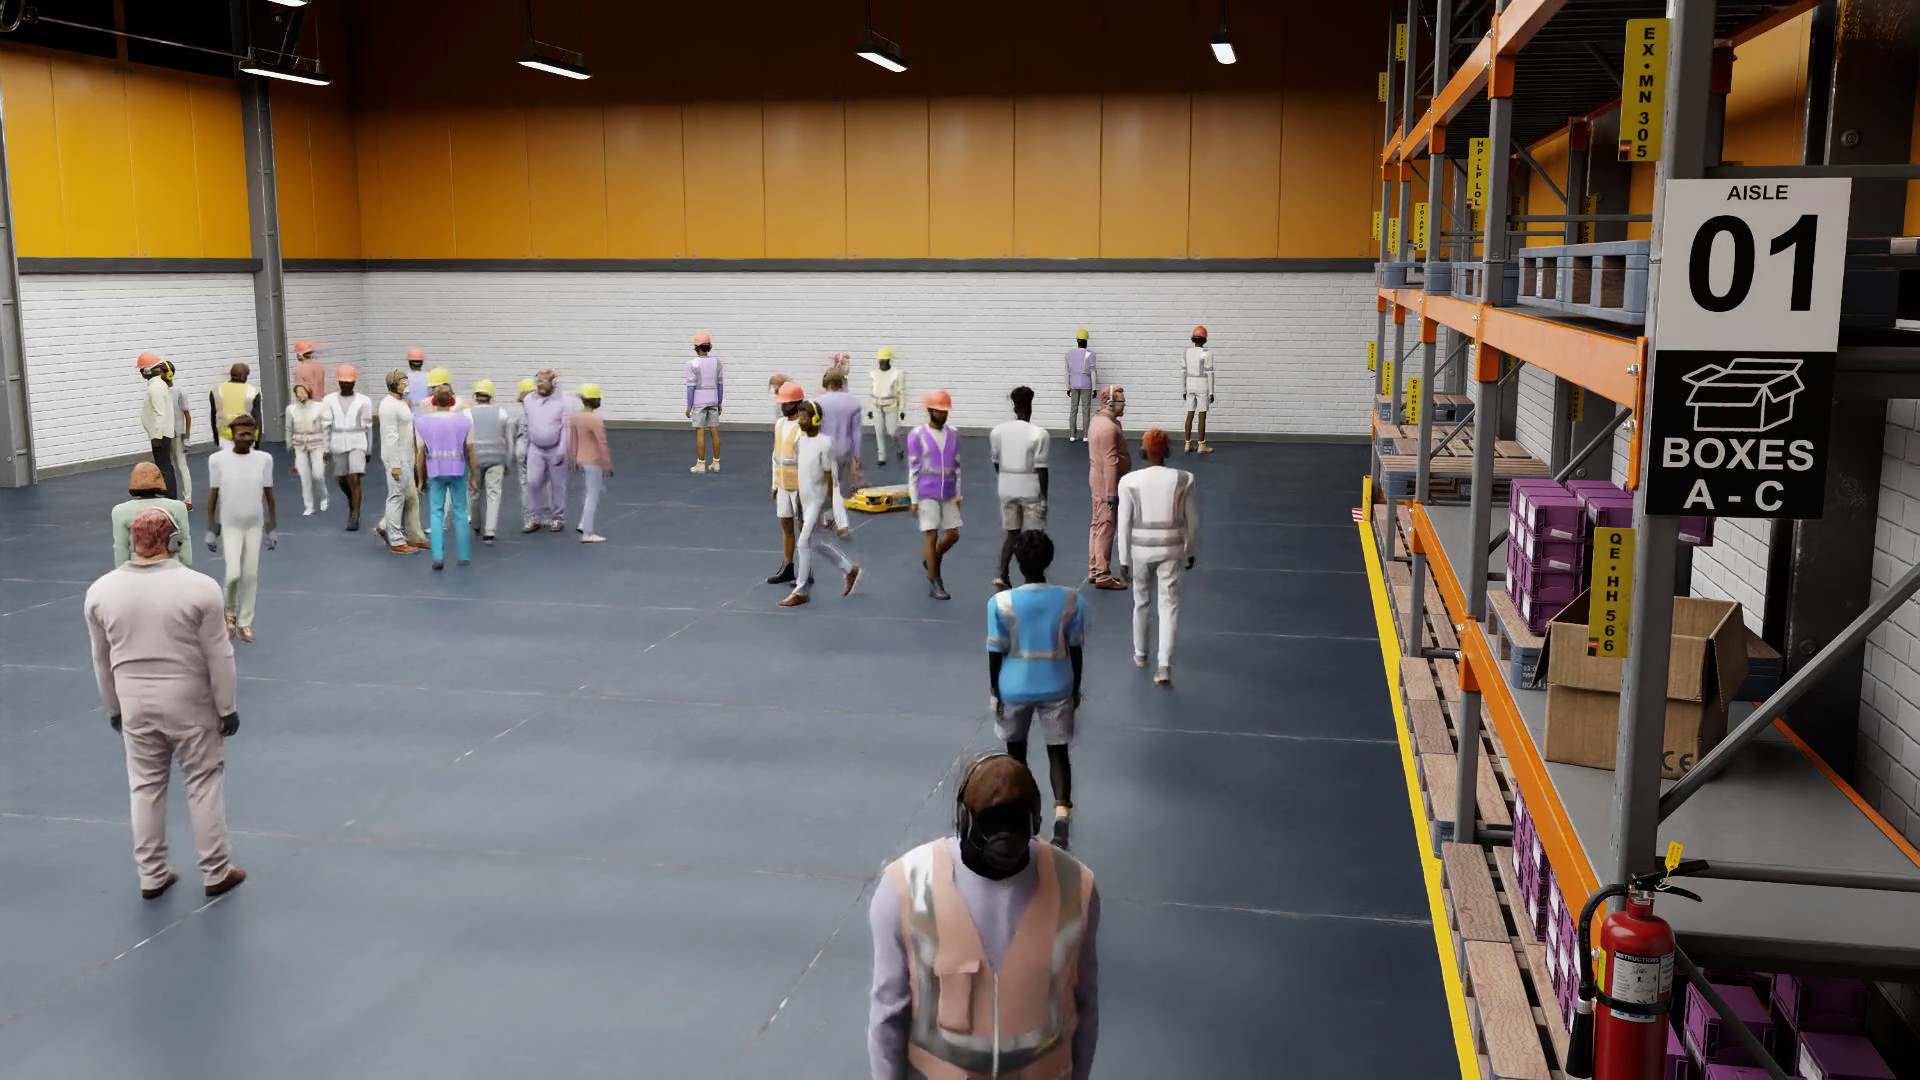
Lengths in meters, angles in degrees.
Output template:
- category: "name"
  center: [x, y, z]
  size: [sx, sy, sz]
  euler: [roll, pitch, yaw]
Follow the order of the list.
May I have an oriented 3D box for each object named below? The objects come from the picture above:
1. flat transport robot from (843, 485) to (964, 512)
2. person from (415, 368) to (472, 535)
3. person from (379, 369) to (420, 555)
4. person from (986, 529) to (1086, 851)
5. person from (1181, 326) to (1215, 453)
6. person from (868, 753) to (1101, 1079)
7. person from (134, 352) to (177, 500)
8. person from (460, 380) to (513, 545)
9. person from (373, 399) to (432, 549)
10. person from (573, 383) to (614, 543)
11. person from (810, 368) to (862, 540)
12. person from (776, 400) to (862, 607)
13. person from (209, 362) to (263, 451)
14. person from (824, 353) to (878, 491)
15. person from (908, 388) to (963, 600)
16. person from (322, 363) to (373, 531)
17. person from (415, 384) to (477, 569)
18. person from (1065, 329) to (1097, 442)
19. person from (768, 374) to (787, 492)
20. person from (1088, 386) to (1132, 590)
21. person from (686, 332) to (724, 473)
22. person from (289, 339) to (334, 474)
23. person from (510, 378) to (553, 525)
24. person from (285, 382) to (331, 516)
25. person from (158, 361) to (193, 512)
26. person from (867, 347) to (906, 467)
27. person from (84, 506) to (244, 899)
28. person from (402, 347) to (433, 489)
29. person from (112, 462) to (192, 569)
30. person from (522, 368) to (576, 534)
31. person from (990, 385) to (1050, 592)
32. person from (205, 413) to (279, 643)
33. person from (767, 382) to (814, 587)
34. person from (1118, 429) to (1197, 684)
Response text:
- category: "flat transport robot"
  center: [-0.713, -0.547, 20.828]
  size: [1.431, 0.197, 0.652]
  euler: [-7, 12, -38]
- category: "person"
  center: [-5.835, -1.021, 18.910]
  size: [0.586, 1.869, 1.006]
  euler: [4, 10, 22]
- category: "person"
  center: [-5.881, -0.820, 17.463]
  size: [0.365, 1.939, 0.636]
  euler: [-1, 10, -8]
- category: "person"
  center: [0.398, 0.778, 8.583]
  size: [0.536, 1.678, 0.703]
  euler: [-1, 9, -6]
- category: "person"
  center: [3.848, -2.419, 26.778]
  size: [0.615, 2.042, 0.376]
  euler: [9, 13, 44]
- category: "person"
  center: [0.062, 1.413, 4.418]
  size: [0.612, 1.812, 0.914]
  euler: [-1, 9, -4]
- category: "person"
  center: [-9.622, -1.257, 19.939]
  size: [0.391, 1.987, 0.623]
  euler: [-4, 10, -22]
- category: "person"
  center: [-5.186, -0.857, 18.182]
  size: [0.603, 1.767, 0.977]
  euler: [-3, 10, -18]
- category: "person"
  center: [-5.908, -0.691, 17.652]
  size: [0.643, 1.618, 0.517]
  euler: [-2, 10, -14]
- category: "person"
  center: [-3.989, -0.835, 18.109]
  size: [0.398, 1.750, 0.536]
  euler: [-7, 12, -37]
- category: "person"
  center: [-1.401, -0.966, 18.496]
  size: [0.642, 1.895, 1.000]
  euler: [-5, 11, -28]
- category: "person"
  center: [-1.266, -0.342, 14.894]
  size: [0.856, 1.842, 0.524]
  euler: [-6, 11, -33]
- category: "person"
  center: [-9.060, -1.312, 20.823]
  size: [0.634, 1.815, 0.781]
  euler: [-2, 10, -13]
- category: "person"
  center: [-1.475, -1.505, 21.796]
  size: [0.906, 1.866, 0.661]
  euler: [0, 9, -1]
- category: "person"
  center: [-0.233, -0.430, 15.162]
  size: [0.556, 1.921, 0.564]
  euler: [-5, 11, -28]
- category: "person"
  center: [-7.034, -1.092, 19.196]
  size: [0.542, 1.913, 0.883]
  euler: [-1, 9, -6]
- category: "person"
  center: [-5.115, -0.630, 16.596]
  size: [0.568, 1.845, 0.389]
  euler: [-3, 10, -16]
- category: "person"
  center: [2.074, -2.632, 28.412]
  size: [0.588, 1.927, 0.370]
  euler: [5, 11, 28]
- category: "person"
  center: [-2.294, -1.394, 21.911]
  size: [0.512, 1.592, 0.530]
  euler: [-3, 10, -15]
- category: "person"
  center: [1.408, -0.495, 15.601]
  size: [0.403, 1.906, 0.652]
  euler: [-1, 9, -5]
- category: "person"
  center: [-3.725, -1.989, 24.190]
  size: [0.608, 2.044, 0.370]
  euler: [-8, 12, -40]
- category: "person"
  center: [-9.311, -1.908, 23.953]
  size: [0.900, 1.970, 0.622]
  euler: [4, 10, 23]
- category: "person"
  center: [-4.922, -1.011, 19.230]
  size: [0.502, 1.725, 0.432]
  euler: [2, 10, 14]
- category: "person"
  center: [-7.869, -1.098, 20.073]
  size: [0.536, 1.625, 0.359]
  euler: [0, 9, -2]
- category: "person"
  center: [-9.626, -1.253, 20.302]
  size: [0.519, 1.865, 0.331]
  euler: [3, 10, 18]
- category: "person"
  center: [-1.094, -1.995, 24.926]
  size: [0.601, 1.815, 0.500]
  euler: [4, 10, 23]
- category: "person"
  center: [-3.779, 0.783, 7.941]
  size: [0.649, 1.900, 0.408]
  euler: [0, 9, -2]
- category: "person"
  center: [-7.294, -1.629, 22.366]
  size: [0.563, 1.928, 0.423]
  euler: [-5, 11, -28]
- category: "person"
  center: [-5.766, 0.254, 11.908]
  size: [0.504, 1.631, 0.280]
  euler: [-6, 11, -30]
- category: "person"
  center: [-4.640, -0.991, 18.682]
  size: [0.665, 1.872, 0.701]
  euler: [1, 9, 6]
- category: "person"
  center: [0.548, -0.433, 15.120]
  size: [0.621, 1.937, 0.609]
  euler: [5, 11, 28]
- category: "person"
  center: [-5.746, -0.090, 13.340]
  size: [0.545, 1.843, 0.395]
  euler: [-7, 12, -36]
- category: "person"
  center: [-1.582, -0.525, 15.688]
  size: [0.544, 1.938, 0.355]
  euler: [8, 12, 39]
- category: "person"
  center: [1.445, 0.109, 12.201]
  size: [0.582, 1.841, 0.973]
  euler: [1, 9, 6]
